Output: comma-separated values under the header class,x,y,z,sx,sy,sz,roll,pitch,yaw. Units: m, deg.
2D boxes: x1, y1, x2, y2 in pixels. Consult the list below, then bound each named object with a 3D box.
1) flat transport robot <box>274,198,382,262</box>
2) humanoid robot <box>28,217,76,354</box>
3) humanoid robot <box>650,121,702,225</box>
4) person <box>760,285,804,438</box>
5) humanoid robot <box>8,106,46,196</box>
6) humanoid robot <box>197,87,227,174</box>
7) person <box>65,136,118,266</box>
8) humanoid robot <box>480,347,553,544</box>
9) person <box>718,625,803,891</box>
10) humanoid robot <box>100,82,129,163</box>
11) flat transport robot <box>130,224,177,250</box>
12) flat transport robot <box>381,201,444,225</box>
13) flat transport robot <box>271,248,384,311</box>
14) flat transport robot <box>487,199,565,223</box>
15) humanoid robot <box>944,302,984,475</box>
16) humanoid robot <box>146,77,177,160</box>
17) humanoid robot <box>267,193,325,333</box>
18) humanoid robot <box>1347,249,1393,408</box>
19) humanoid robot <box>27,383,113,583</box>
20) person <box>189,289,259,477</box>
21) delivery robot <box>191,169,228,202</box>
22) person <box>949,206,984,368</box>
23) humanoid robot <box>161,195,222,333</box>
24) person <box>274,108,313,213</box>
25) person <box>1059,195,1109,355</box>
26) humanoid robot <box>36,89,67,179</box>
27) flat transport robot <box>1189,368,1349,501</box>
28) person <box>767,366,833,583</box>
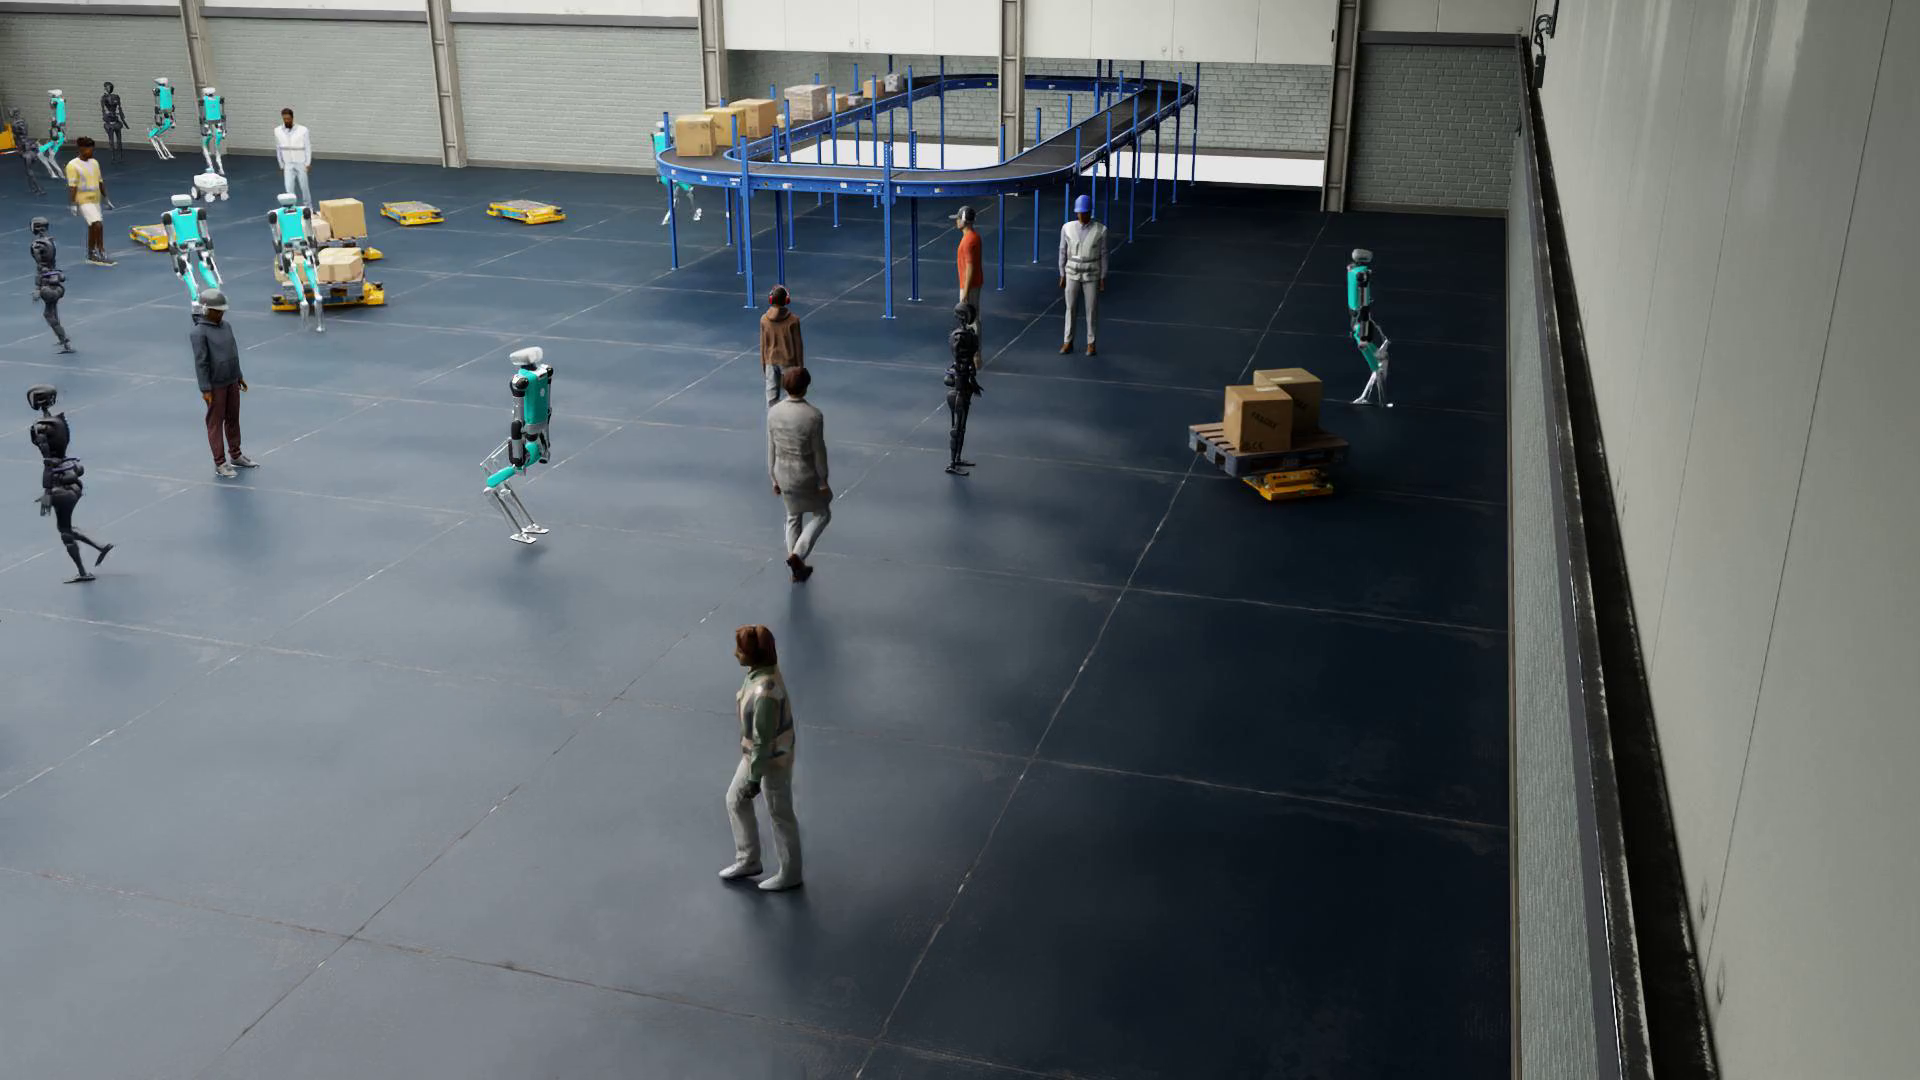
class,x,y,z,sx,sy,sz,roll,pitch,yaw
flat transport robot,-9.742,-4.401,25.594,1.431,0.231,0.659,-15,26,-34
humanoid robot,-11.099,-3.097,20.253,0.358,1.653,0.599,-3,21,-8
humanoid robot,-4.797,-6.317,28.552,0.545,1.769,0.943,19,28,41
person,-1.807,-1.759,16.828,0.456,1.644,0.321,5,22,14
humanoid robot,-17.482,-7.288,31.132,0.326,1.642,0.598,-20,28,-41
humanoid robot,-15.111,-8.226,33.519,0.805,1.792,0.530,19,28,40
person,-13.064,-5.105,25.102,0.780,1.928,0.658,4,21,11
humanoid robot,-3.792,-0.819,14.074,0.735,1.677,0.533,6,22,16
person,-1.154,1.218,9.123,0.593,1.615,0.545,-5,22,-12
humanoid robot,-17.829,-8.807,35.048,0.315,1.654,0.599,6,22,16
flat transport robot,-12.893,-4.908,26.908,0.659,0.231,1.431,-17,27,-37
flat transport robot,-9.537,-5.685,28.922,0.659,0.231,1.431,-14,25,-32
flat transport robot,-8.683,-3.352,22.871,1.431,0.231,0.659,-6,22,-16
flat transport robot,-7.591,-5.736,29.054,1.431,0.231,0.659,18,27,39
humanoid robot,0.032,-1.485,16.051,0.315,1.657,0.599,6,22,16
humanoid robot,-16.806,-8.834,34.865,0.735,1.677,0.533,6,22,16
humanoid robot,-8.355,-3.446,21.144,0.539,1.834,0.732,-15,26,-33
humanoid robot,4.521,-2.206,18.010,0.779,1.895,0.545,0,21,-1
humanoid robot,-7.196,-0.452,13.387,0.409,1.654,0.597,-5,22,-13
person,-7.100,-1.521,15.982,0.377,1.808,0.539,6,22,16
delivery robot,-13.911,-6.572,30.852,0.785,0.614,0.513,18,27,39
person,0.068,-2.988,19.647,0.410,1.910,0.480,4,21,9
humanoid robot,-9.639,-3.468,21.035,0.537,1.727,0.693,-16,26,-36
person,-11.527,-6.525,28.837,0.611,1.894,0.627,-2,21,-6
person,1.497,-3.210,20.172,0.604,1.947,0.403,6,22,14
humanoid robot,-17.984,-7.981,32.869,0.760,1.791,0.535,-3,21,-7
flat transport robot,2.960,-0.711,16.021,0.659,0.231,1.431,-7,22,-17
person,-1.302,-0.492,13.290,0.530,1.814,0.510,9,23,22
